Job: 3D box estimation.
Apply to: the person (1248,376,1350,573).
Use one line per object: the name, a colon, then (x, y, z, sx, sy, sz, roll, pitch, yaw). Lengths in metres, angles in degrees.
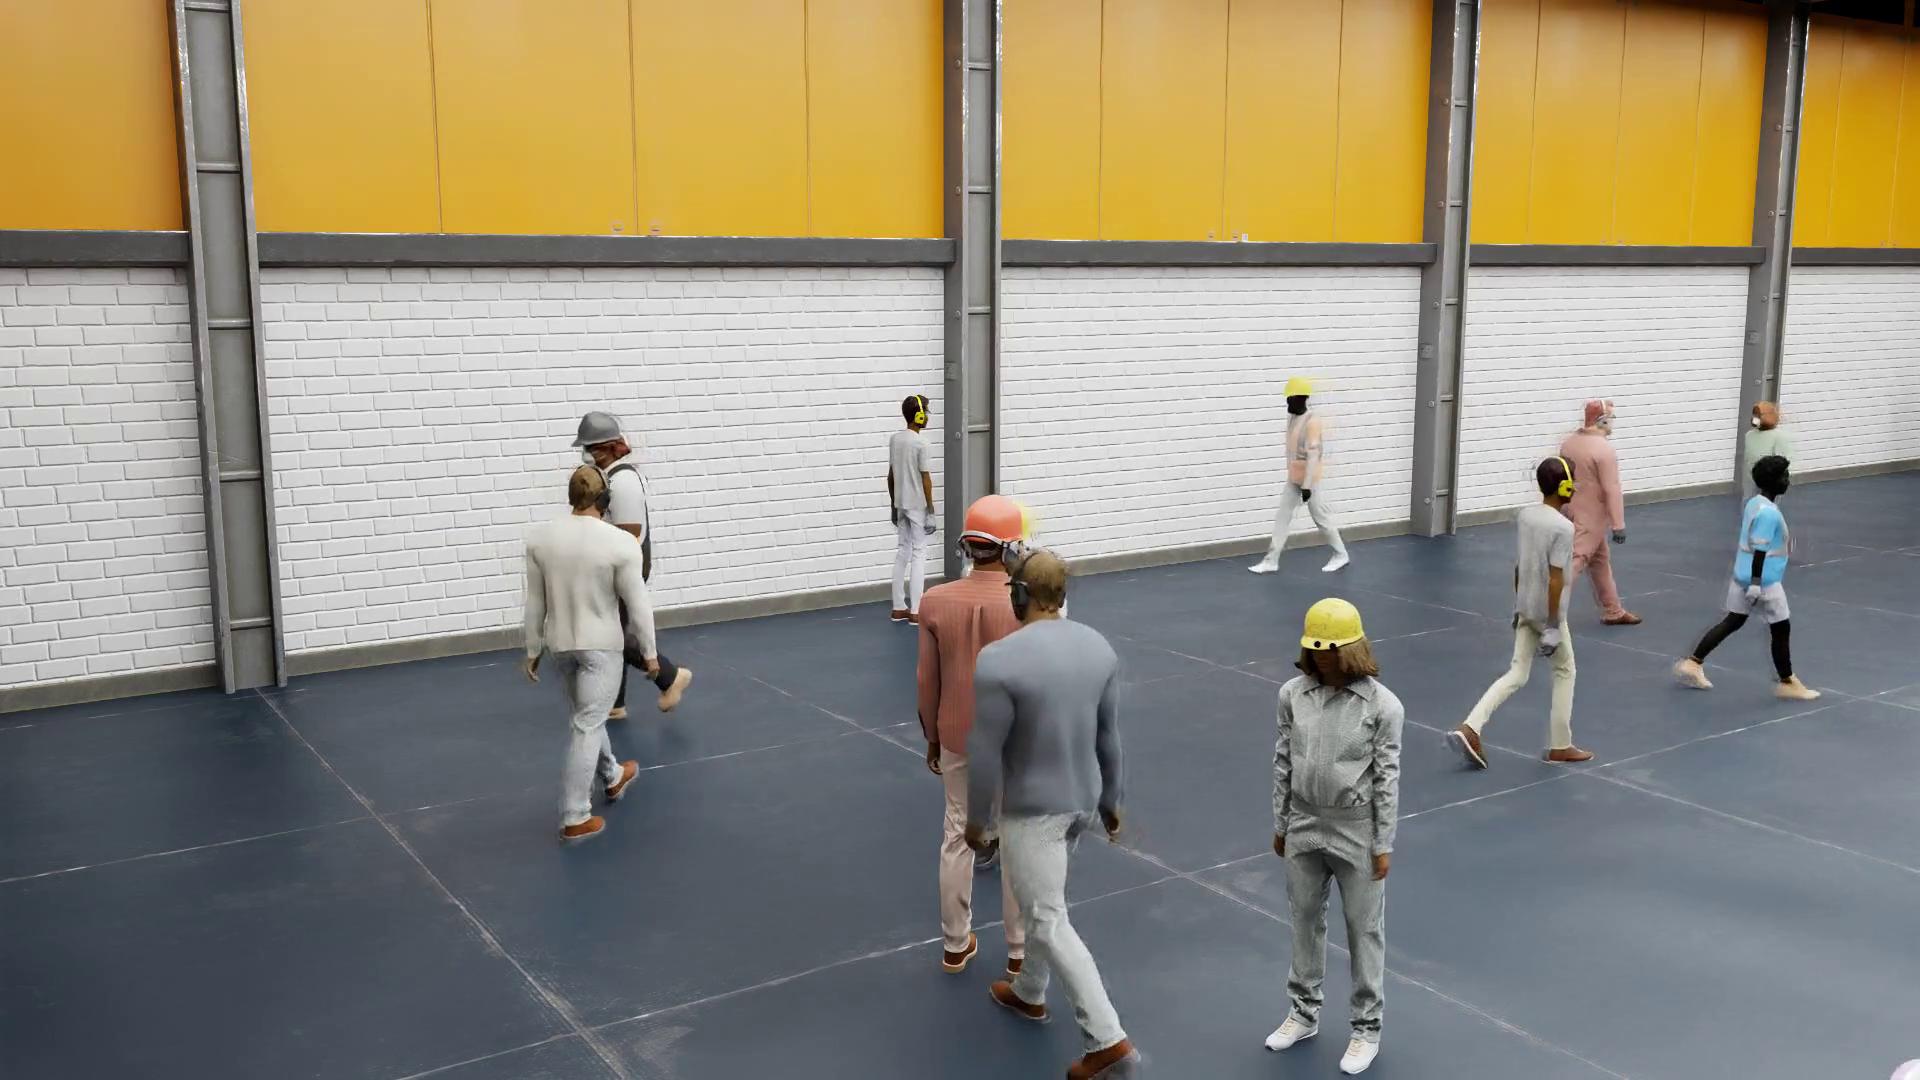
person: (3.276, -0.611, 15.703, 0.995, 1.878, 0.604, -3, 10, -16)

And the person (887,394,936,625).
person: (-0.379, -0.246, 13.509, 0.310, 1.868, 0.533, -8, 12, -39)

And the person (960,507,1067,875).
person: (0.220, 0.711, 7.865, 0.638, 1.820, 0.459, 6, 11, 34)

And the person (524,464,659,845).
person: (-1.854, 0.547, 8.644, 0.665, 1.893, 0.981, 4, 10, 20)

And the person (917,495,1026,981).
person: (0.127, 0.807, 6.785, 0.612, 1.995, 0.382, 3, 10, 19)

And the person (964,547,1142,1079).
person: (0.372, 0.977, 6.075, 0.649, 1.901, 0.923, -8, 13, -42)

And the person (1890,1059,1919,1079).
person: (1.679, 1.510, 2.628, 1.045, 1.963, 0.616, -2, 10, -14)

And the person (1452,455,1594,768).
person: (3.288, 0.424, 9.599, 0.877, 1.839, 0.510, -3, 10, -18)

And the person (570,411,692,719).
person: (-2.148, 0.161, 10.539, 0.700, 2.000, 0.683, -3, 10, -17)

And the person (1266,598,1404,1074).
person: (1.346, 1.061, 6.039, 0.484, 1.737, 0.321, 7, 12, 36)

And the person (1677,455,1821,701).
person: (5.332, 0.243, 11.192, 0.874, 1.658, 0.535, 3, 10, 16)

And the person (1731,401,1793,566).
person: (7.789, -0.542, 16.061, 0.547, 1.611, 0.505, -4, 10, -23)

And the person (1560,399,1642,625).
person: (5.016, -0.194, 13.250, 1.005, 1.861, 0.662, -1, 9, -6)
